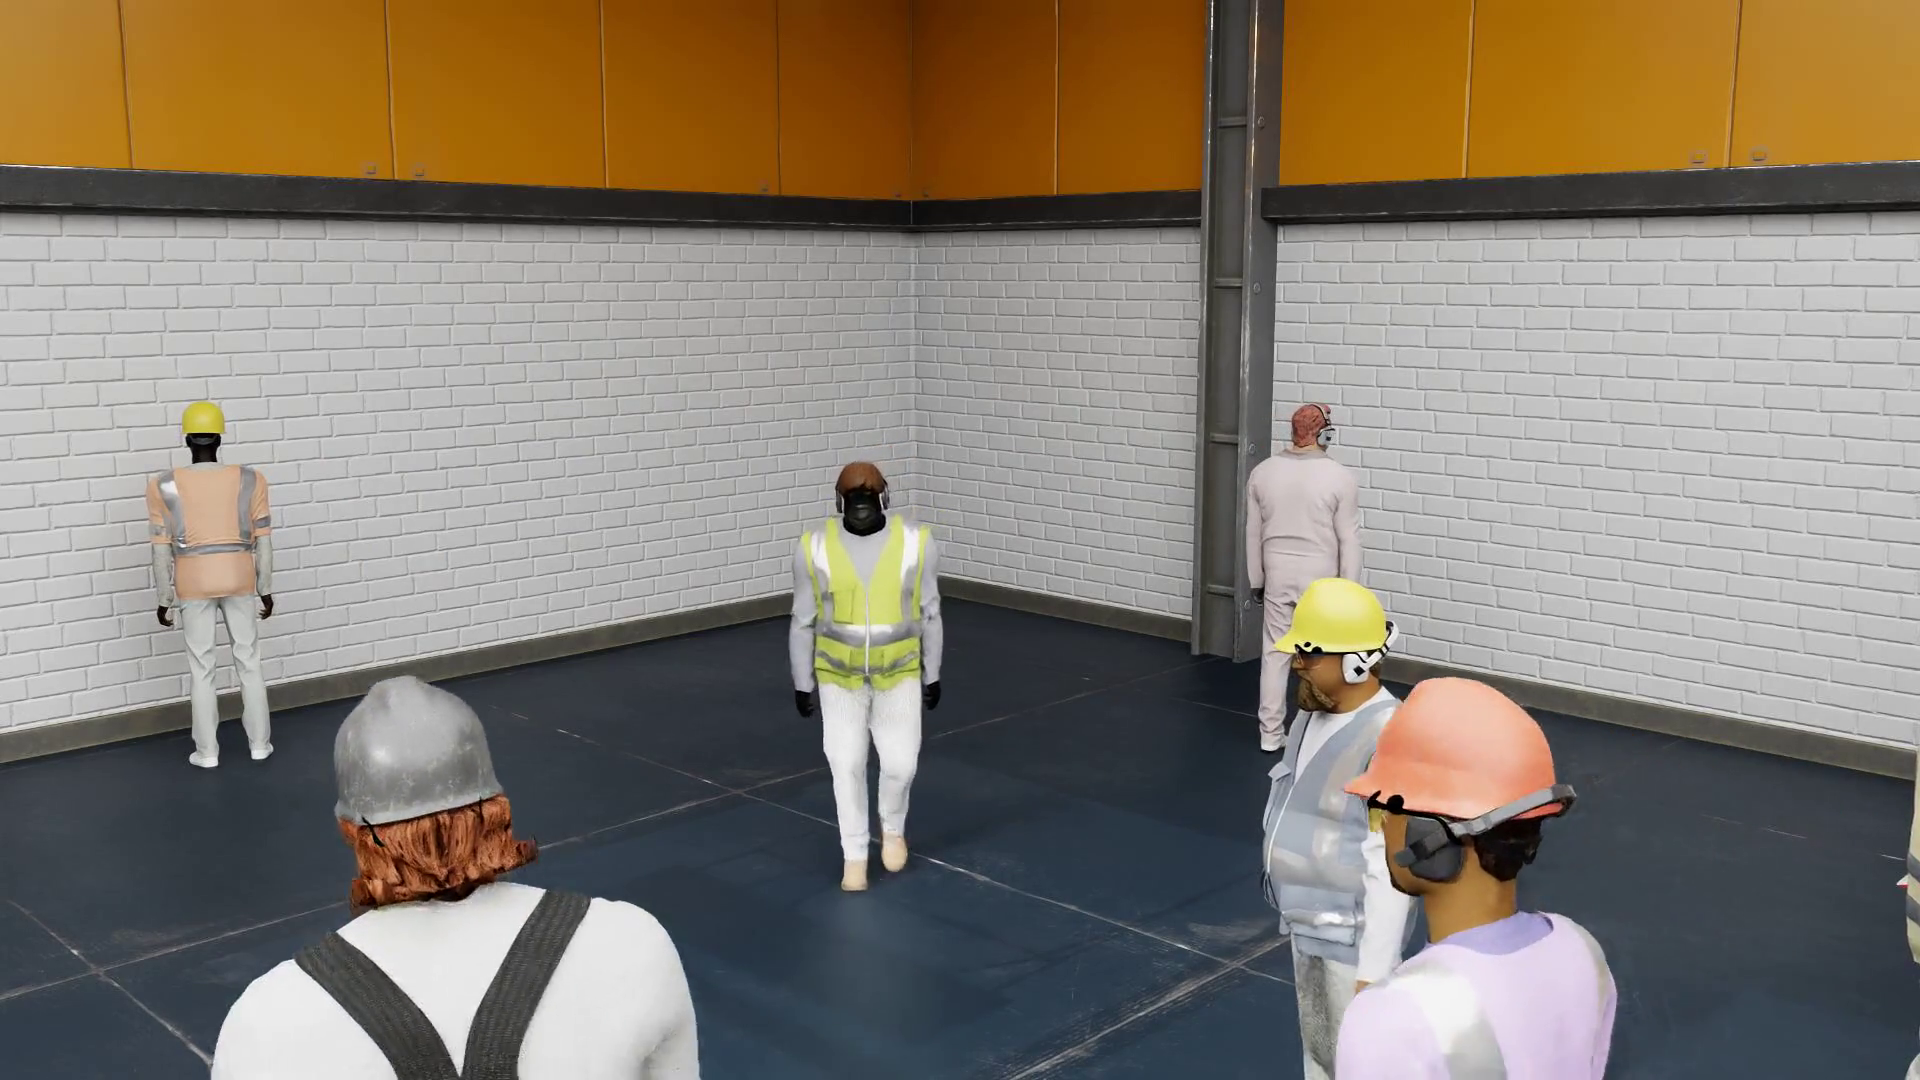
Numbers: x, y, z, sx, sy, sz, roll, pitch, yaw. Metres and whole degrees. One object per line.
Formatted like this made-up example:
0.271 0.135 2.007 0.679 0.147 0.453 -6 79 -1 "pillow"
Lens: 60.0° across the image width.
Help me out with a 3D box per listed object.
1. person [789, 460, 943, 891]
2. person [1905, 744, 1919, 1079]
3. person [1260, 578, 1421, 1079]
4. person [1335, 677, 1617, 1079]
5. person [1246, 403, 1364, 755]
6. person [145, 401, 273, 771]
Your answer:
-0.396 0.568 6.981 0.648 1.823 0.453 0 9 -2 "person"
2.564 1.035 4.109 0.404 1.828 0.602 2 9 11 "person"
0.989 0.999 4.360 0.403 1.826 0.591 -2 9 -11 "person"
0.780 1.214 2.459 0.830 2.019 0.622 9 13 43 "person"
1.845 0.223 8.857 0.652 1.906 0.403 7 12 38 "person"
-3.900 0.239 8.694 0.589 1.927 0.388 -5 11 -30 "person"
